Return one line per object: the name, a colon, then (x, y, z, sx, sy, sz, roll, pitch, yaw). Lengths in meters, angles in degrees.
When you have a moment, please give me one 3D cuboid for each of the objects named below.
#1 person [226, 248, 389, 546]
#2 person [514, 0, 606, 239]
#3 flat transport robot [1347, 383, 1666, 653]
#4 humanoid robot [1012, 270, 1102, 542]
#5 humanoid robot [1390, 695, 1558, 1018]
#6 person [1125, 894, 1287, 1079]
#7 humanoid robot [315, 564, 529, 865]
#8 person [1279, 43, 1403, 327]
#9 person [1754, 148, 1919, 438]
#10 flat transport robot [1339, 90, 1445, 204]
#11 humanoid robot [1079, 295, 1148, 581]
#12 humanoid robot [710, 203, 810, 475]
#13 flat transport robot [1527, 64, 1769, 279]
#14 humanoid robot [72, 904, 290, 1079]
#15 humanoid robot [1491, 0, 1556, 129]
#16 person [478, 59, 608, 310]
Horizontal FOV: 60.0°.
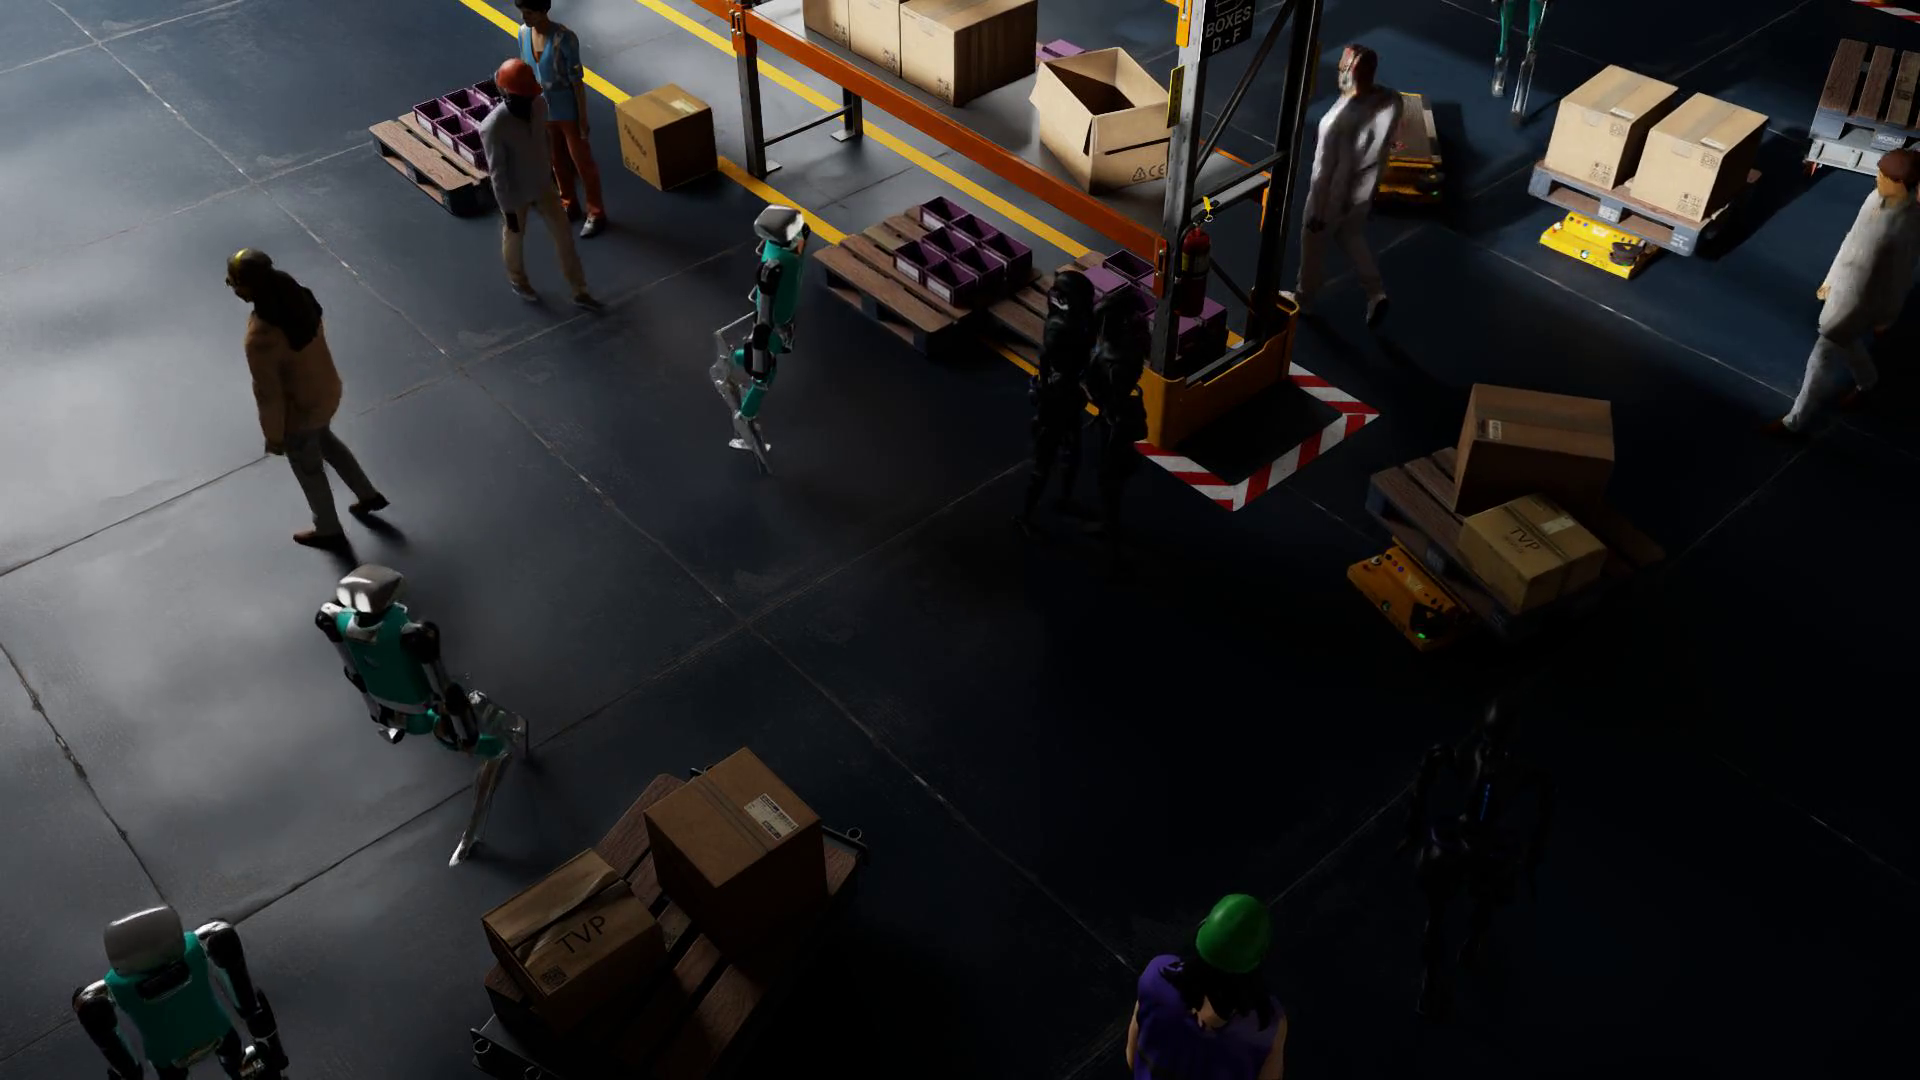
person: (-3.453, -0.719, 8.697, 0.478, 1.864, 0.600, 8, 43, 9)
person: (-2.693, -2.870, 11.119, 0.502, 1.758, 0.339, 18, 46, 19)
flat transport robot: (2.873, 0.117, 8.967, 1.431, 0.231, 0.659, -19, 46, -19)
humanoid robot: (0.531, -0.740, 8.858, 0.391, 1.644, 0.583, 23, 47, 23)
humanoid robot: (2.058, 1.263, 6.690, 0.588, 1.642, 0.532, 12, 44, 13)
person: (0.837, 1.892, 5.818, 0.551, 1.921, 0.426, 17, 45, 18)
humanoid robot: (-2.227, 0.598, 7.372, 0.547, 1.777, 0.944, 13, 44, 13)
person: (2.390, -2.124, 10.211, 0.643, 1.882, 0.684, -23, 47, -23)
person: (5.210, -1.409, 9.517, 0.809, 1.793, 0.520, 0, 43, 0)
flat transport robot: (3.169, -2.940, 12.293, 0.659, 0.231, 1.431, 4, 43, 5)
humanoid robot: (0.807, -0.575, 8.677, 0.315, 1.641, 0.597, -1, 43, -1)
humanoid robot: (-1.202, -1.053, 9.237, 0.821, 1.866, 0.532, 11, 44, 11)
flat transport robot: (4.705, -2.298, 11.595, 0.659, 0.231, 1.431, 32, 52, 30)
humanoid robot: (-2.498, 2.081, 5.802, 0.542, 1.861, 0.765, -29, 50, -28)
humanoid robot: (4.201, -3.951, 12.312, 0.541, 1.763, 0.964, 8, 43, 9)
person: (-2.648, -2.183, 10.392, 0.818, 1.711, 0.590, 27, 49, 26)
